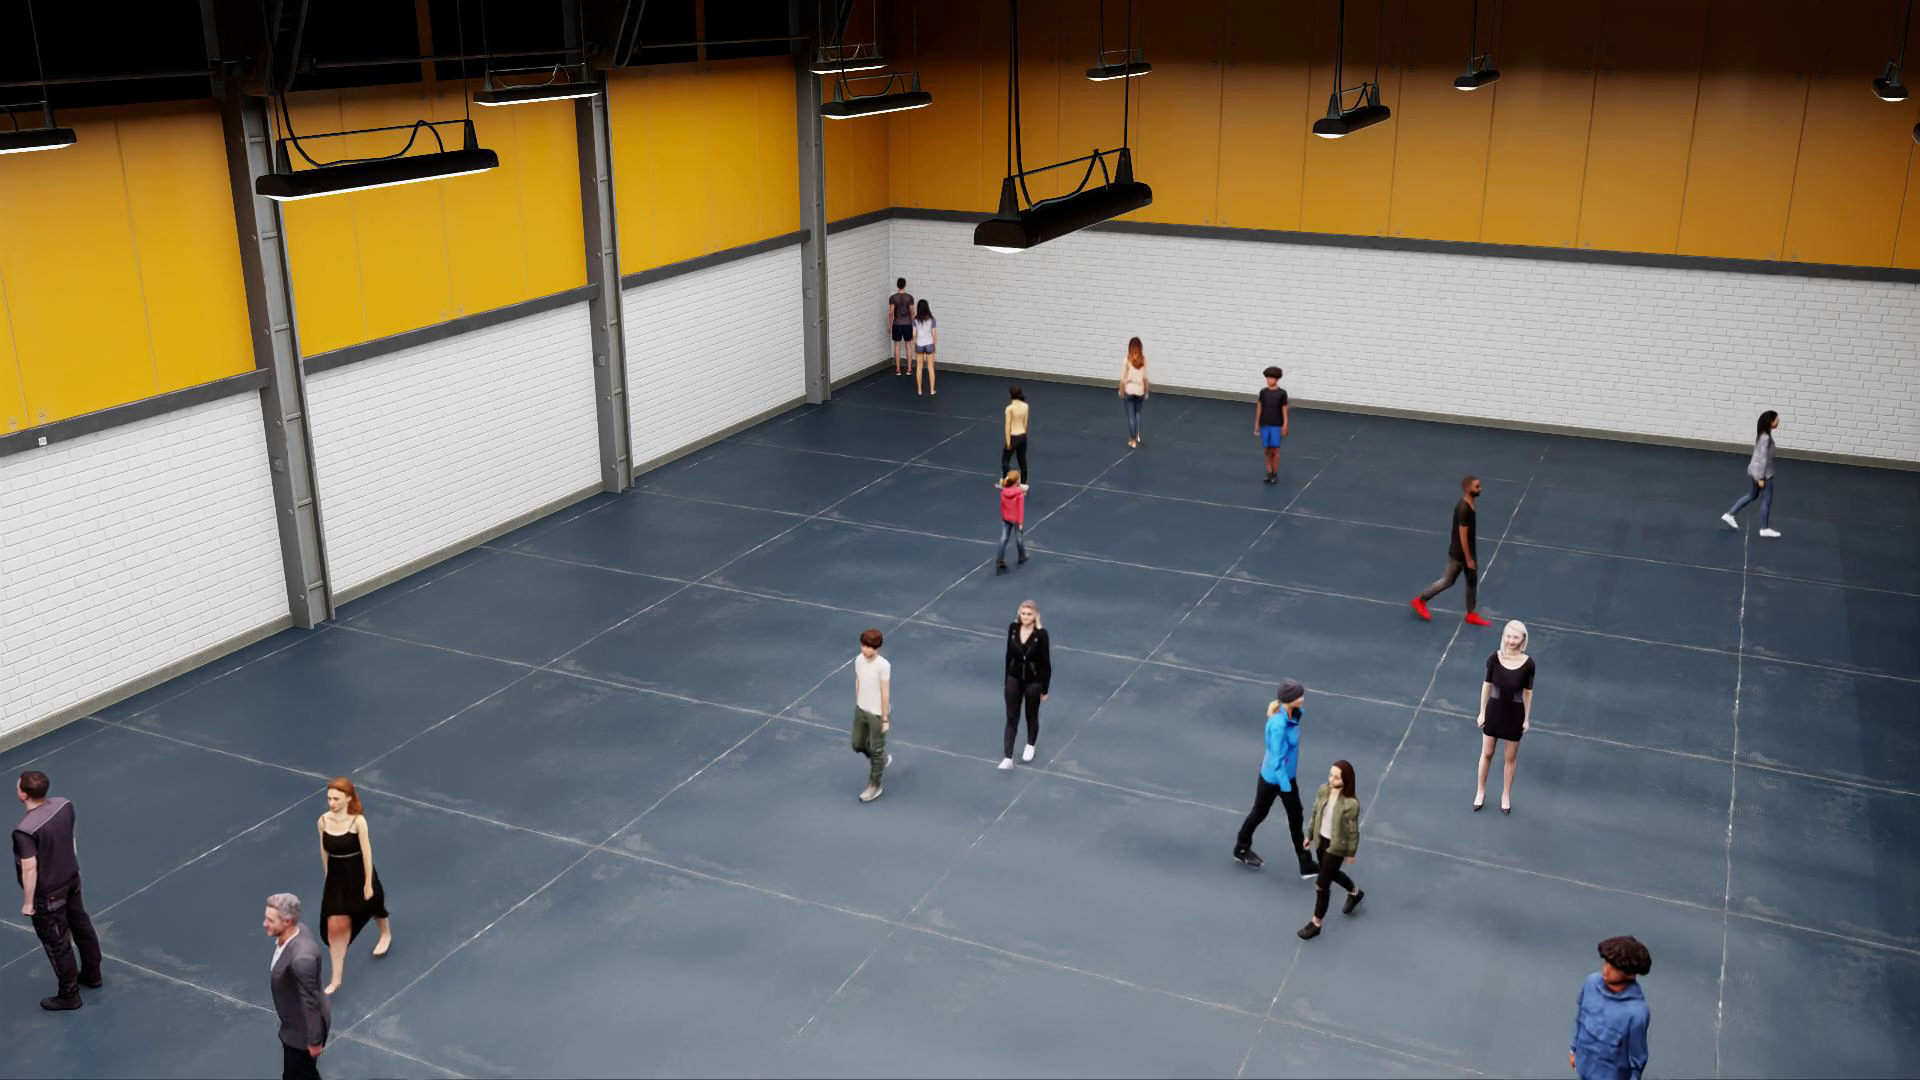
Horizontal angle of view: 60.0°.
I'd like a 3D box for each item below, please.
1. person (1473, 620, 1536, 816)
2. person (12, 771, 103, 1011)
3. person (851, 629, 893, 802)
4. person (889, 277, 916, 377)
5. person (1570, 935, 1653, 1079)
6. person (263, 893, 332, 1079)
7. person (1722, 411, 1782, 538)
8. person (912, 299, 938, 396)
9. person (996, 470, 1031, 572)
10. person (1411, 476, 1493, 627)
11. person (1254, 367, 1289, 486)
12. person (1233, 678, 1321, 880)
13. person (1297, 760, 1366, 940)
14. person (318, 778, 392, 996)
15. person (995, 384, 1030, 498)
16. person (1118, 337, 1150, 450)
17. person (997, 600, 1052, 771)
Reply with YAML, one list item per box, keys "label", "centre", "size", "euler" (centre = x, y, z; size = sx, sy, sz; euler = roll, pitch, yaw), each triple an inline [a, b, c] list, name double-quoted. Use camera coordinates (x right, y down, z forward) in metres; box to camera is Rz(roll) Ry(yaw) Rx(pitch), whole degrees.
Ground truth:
- label: "person"
  centre: [4.879, 1.582, 14.889]
  size: [0.612, 1.829, 0.537]
  euler: [6, 20, 17]
- label: "person"
  centre: [-6.588, 2.518, 12.087]
  size: [0.852, 1.845, 0.649]
  euler: [2, 19, 7]
- label: "person"
  centre: [-0.751, 1.569, 15.221]
  size: [0.629, 1.643, 0.779]
  euler: [12, 22, 32]
- label: "person"
  centre: [-1.099, -4.065, 31.622]
  size: [0.730, 1.853, 0.735]
  euler: [-2, 19, -7]
- label: "person"
  centre: [3.997, 3.206, 10.138]
  size: [1.161, 1.784, 1.099]
  euler: [-7, 20, -20]
- label: "person"
  centre: [-4.096, 3.043, 10.552]
  size: [0.975, 1.830, 0.926]
  euler: [-11, 22, -31]
- label: "person"
  centre: [10.738, -0.909, 22.463]
  size: [0.767, 1.717, 0.939]
  euler: [6, 19, 16]
- label: "person"
  centre: [-0.639, -3.498, 30.131]
  size: [0.644, 1.730, 0.613]
  euler: [1, 19, 4]
- label: "person"
  centre: [0.621, -0.221, 21.095]
  size: [0.607, 1.286, 0.921]
  euler: [12, 22, 32]
- label: "person"
  centre: [5.714, 0.132, 19.272]
  size: [0.784, 1.781, 1.117]
  euler: [11, 21, 29]
- label: "person"
  centre: [4.684, -1.728, 24.799]
  size: [0.645, 1.779, 0.706]
  euler: [11, 21, 29]
- label: "person"
  centre: [2.546, 1.982, 13.817]
  size: [0.773, 1.756, 1.061]
  euler: [11, 21, 29]
- label: "person"
  centre: [2.975, 2.393, 13.079]
  size: [1.062, 1.449, 0.940]
  euler: [-9, 21, -26]
- label: "person"
  centre: [-4.527, 2.516, 12.516]
  size: [0.841, 1.575, 1.167]
  euler: [2, 19, 6]
- label: "person"
  centre: [0.873, -1.433, 24.139]
  size: [0.867, 1.640, 0.890]
  euler: [-10, 21, -27]
- label: "person"
  centre: [2.803, -2.327, 26.585]
  size: [0.739, 1.774, 0.789]
  euler: [-4, 19, -12]
- label: "person"
  centre: [0.664, 1.341, 15.865]
  size: [0.685, 1.665, 0.958]
  euler: [7, 20, 20]
